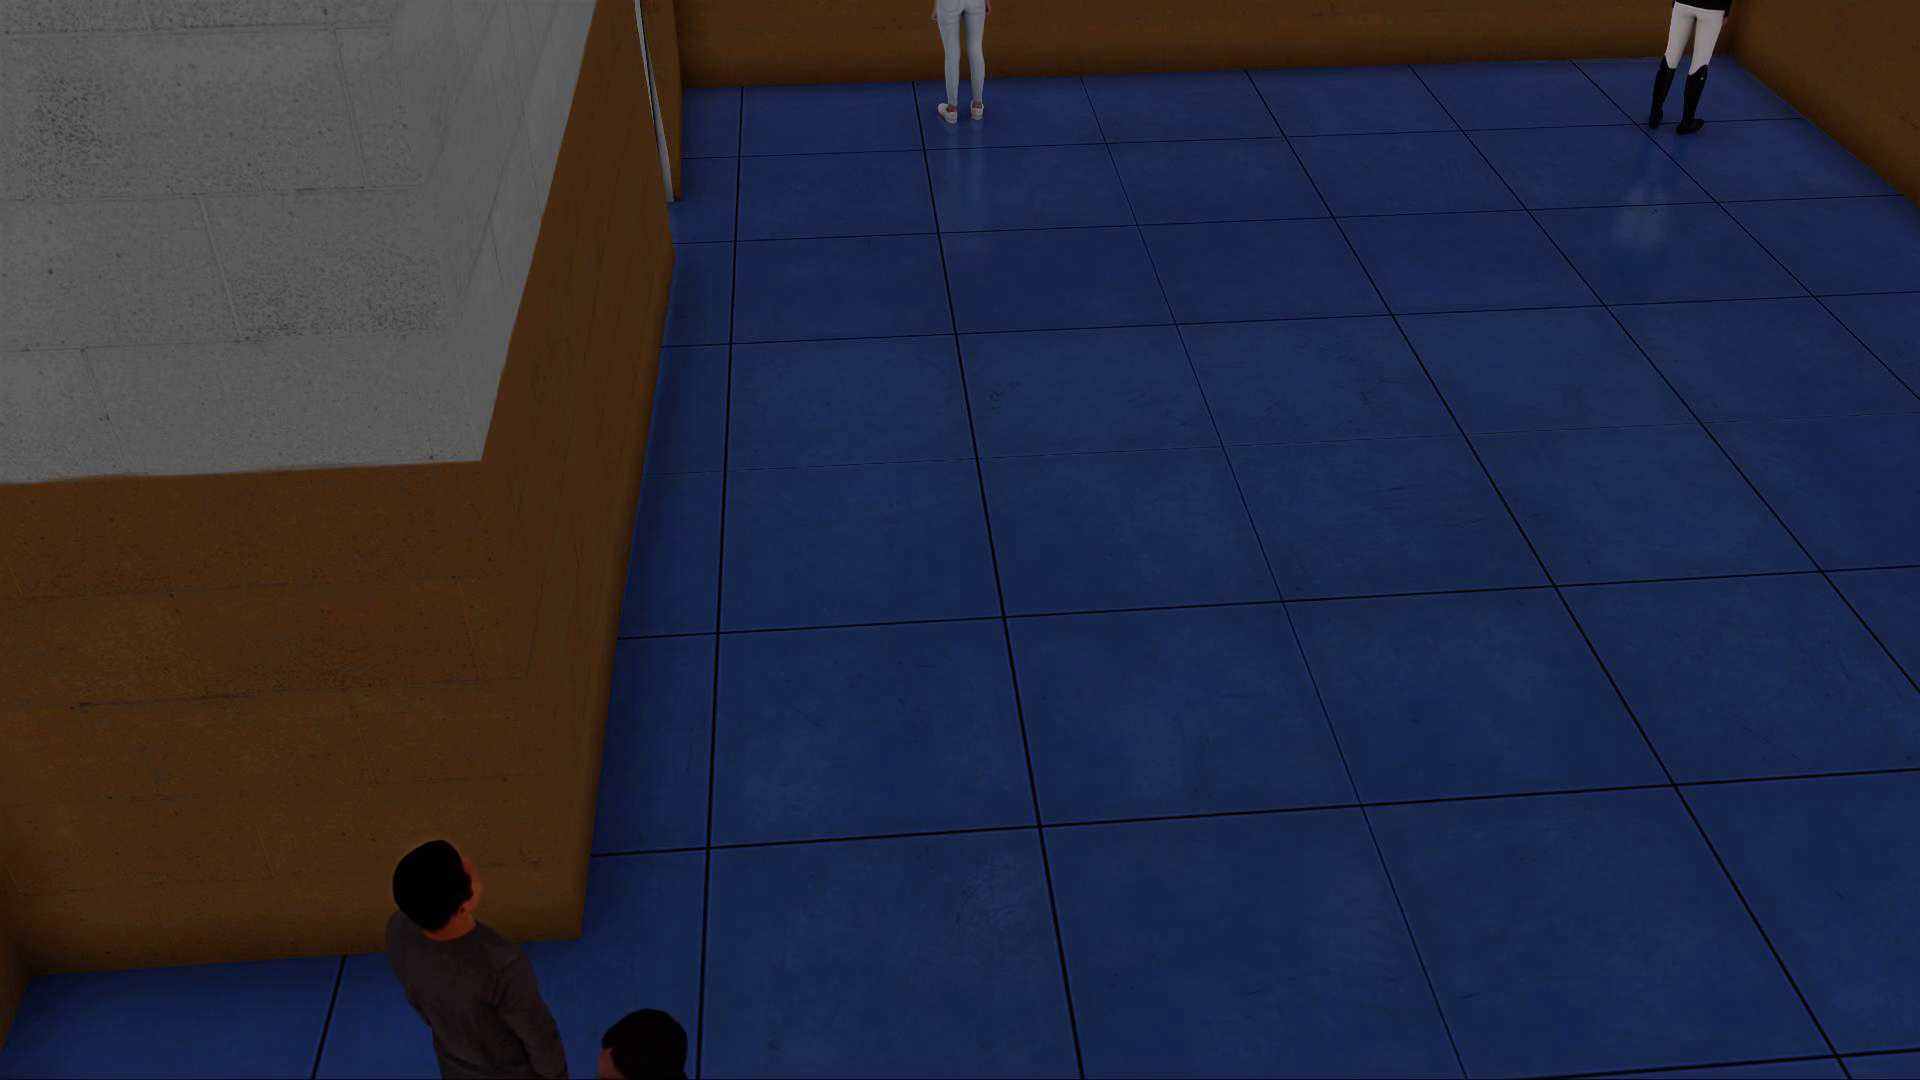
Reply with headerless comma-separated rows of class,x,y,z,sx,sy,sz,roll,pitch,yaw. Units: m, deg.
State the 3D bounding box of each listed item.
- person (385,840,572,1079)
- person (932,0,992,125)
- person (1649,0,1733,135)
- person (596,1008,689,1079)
person,-1.357,1.508,4.794,0.648,1.769,0.774,-12,38,-15
person,0.011,-3.885,11.995,0.535,1.750,0.691,-9,38,-11
person,5.268,-3.774,11.851,0.657,1.729,0.712,28,45,32
person,-0.772,1.831,4.386,0.663,1.743,0.714,29,46,33
